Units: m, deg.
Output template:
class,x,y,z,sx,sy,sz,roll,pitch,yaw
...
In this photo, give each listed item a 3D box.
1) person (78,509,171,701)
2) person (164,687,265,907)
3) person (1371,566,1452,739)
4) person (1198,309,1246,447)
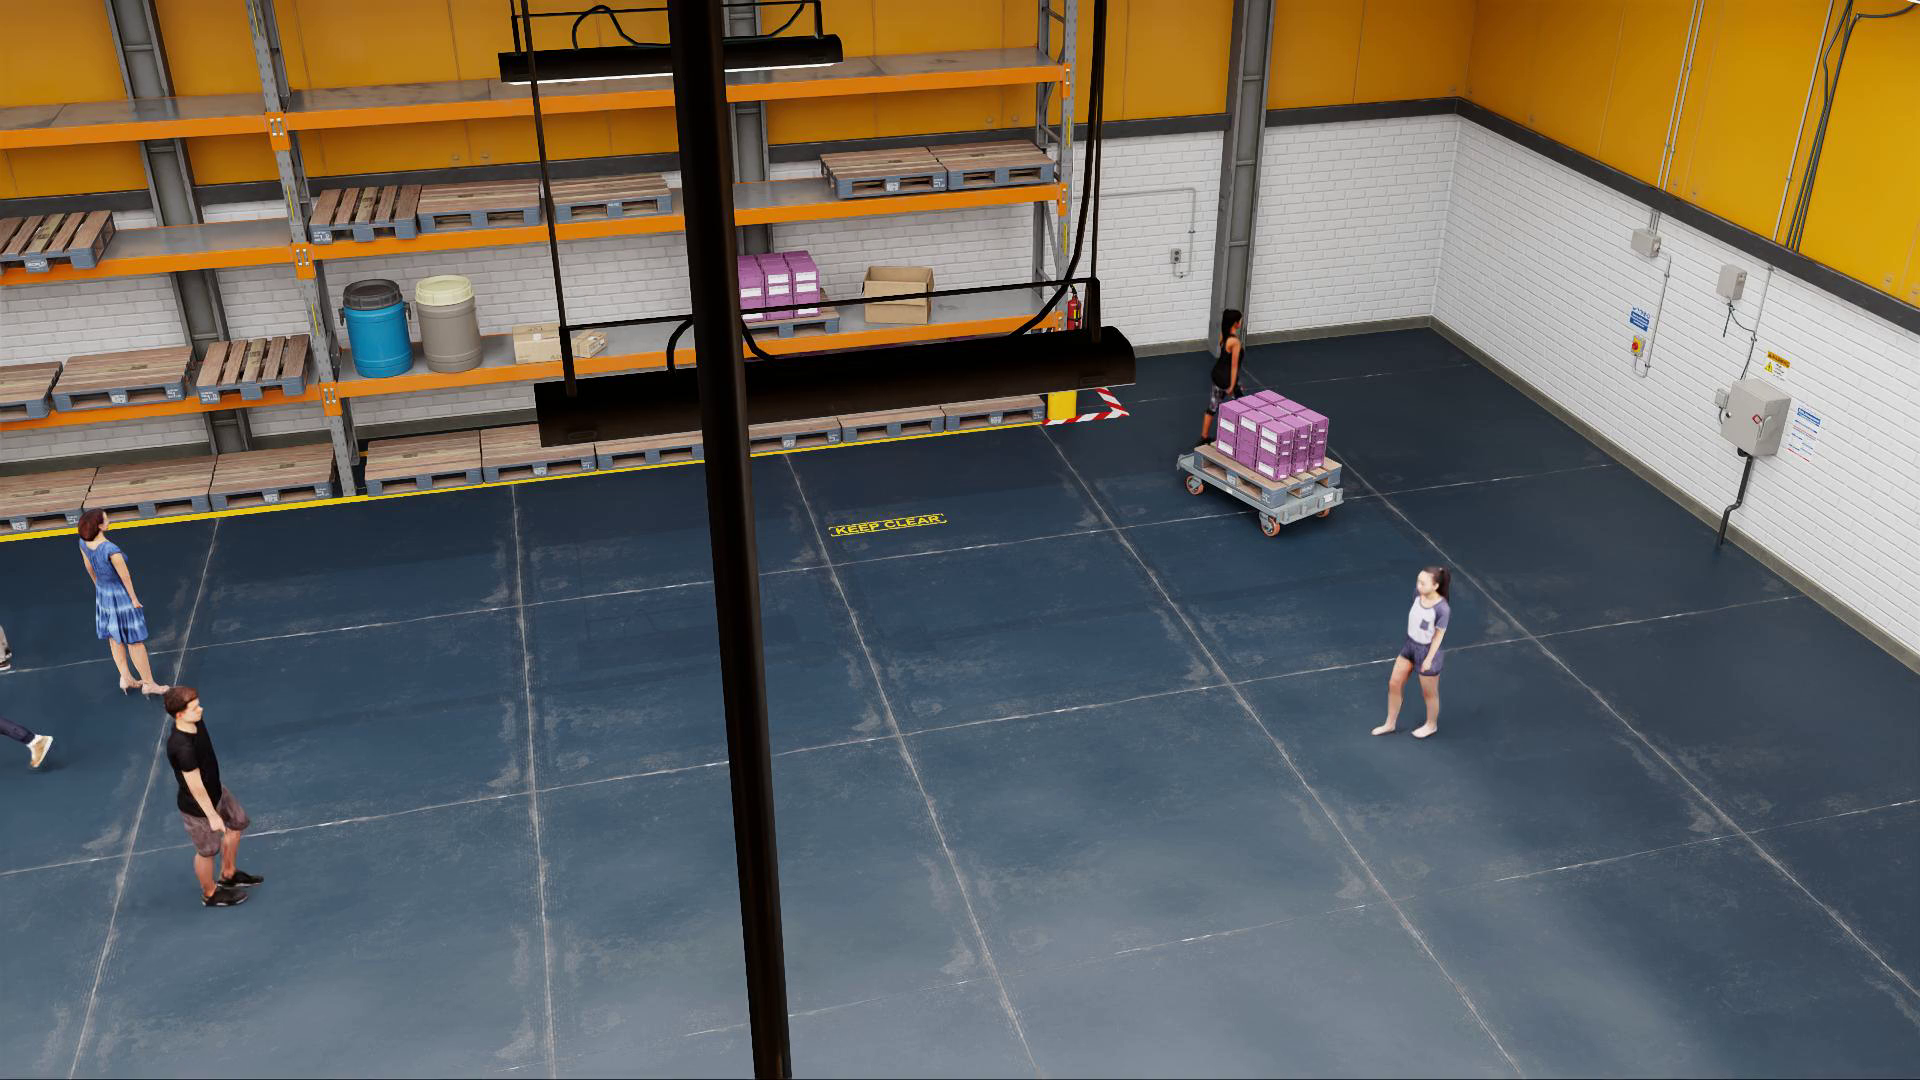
class,x,y,z,sx,sy,sz,roll,pitch,yaw
person,-7.136,0.541,14.113,0.724,1.806,0.811,12,31,21
person,-5.427,1.823,11.719,0.632,1.848,0.683,-6,29,-12
person,3.865,0.915,13.612,0.834,1.628,0.664,-12,31,-21
person,2.899,-1.786,18.559,1.000,1.632,0.682,-12,31,-21
